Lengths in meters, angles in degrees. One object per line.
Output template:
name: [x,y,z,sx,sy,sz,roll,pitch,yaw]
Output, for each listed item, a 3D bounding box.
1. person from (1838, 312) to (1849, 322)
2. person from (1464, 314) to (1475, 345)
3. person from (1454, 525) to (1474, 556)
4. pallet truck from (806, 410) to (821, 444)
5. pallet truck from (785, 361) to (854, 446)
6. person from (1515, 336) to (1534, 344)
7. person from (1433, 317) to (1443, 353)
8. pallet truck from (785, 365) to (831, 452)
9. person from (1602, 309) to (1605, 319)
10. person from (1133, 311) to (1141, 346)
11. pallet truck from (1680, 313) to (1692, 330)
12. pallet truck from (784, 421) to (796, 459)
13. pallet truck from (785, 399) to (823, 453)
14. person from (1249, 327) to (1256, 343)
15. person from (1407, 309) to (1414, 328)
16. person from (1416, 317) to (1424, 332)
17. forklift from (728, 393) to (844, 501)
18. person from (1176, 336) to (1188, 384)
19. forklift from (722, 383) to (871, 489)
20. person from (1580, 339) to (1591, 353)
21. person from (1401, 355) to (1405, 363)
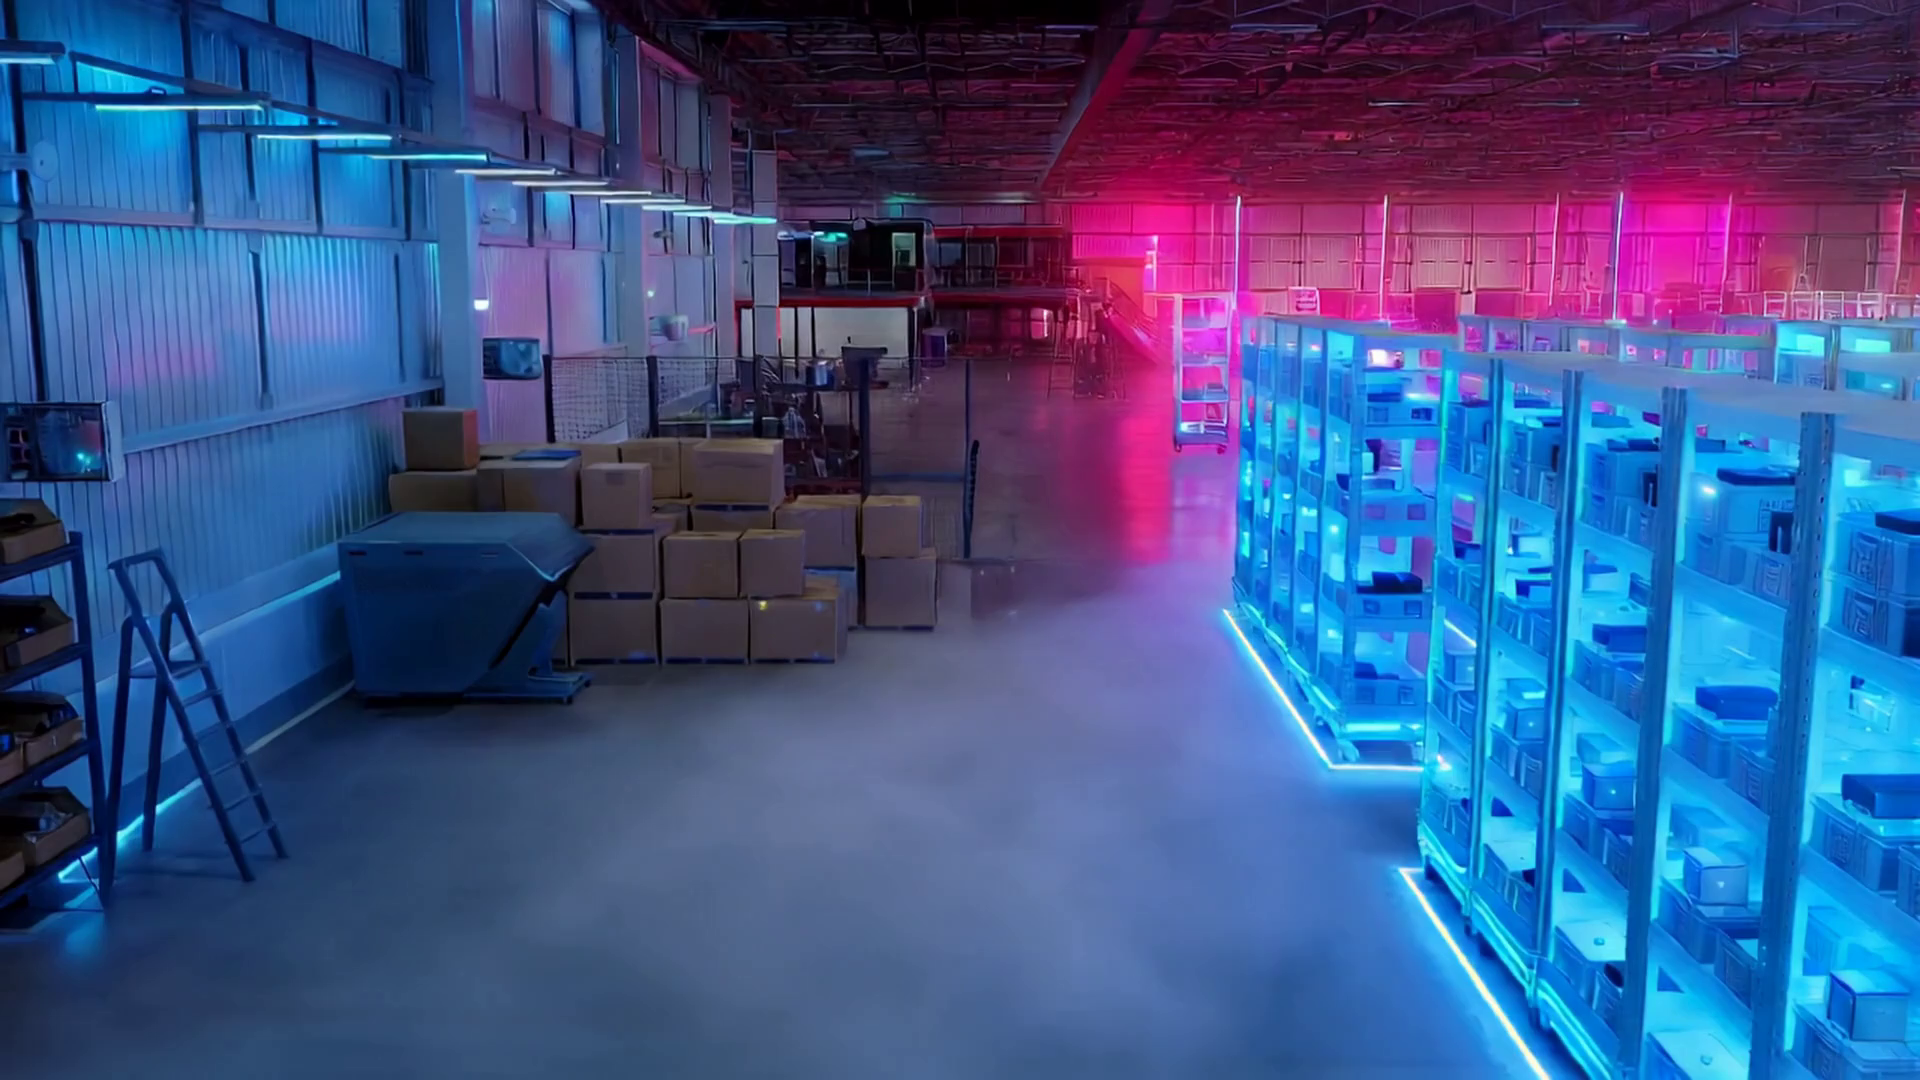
person: [48.240,-11.544,90.870,0.595,1.866,0.612,5,11,29]
person: [27.980,-11.582,91.588,0.913,1.723,0.526,0,9,-2]
person: [6.343,-0.093,20.499,0.911,1.792,0.603,1,9,7]
pallet truck: [-3.559,-2.018,33.905,1.522,1.261,0.704,0,9,-1]
pallet truck: [-3.410,-3.193,38.978,1.885,1.965,0.823,0,9,-1]
person: [21.857,-7.322,64.311,0.758,2.000,0.548,1,9,7]
person: [23.725,-10.191,82.679,0.431,1.833,0.698,-3,10,-16]
pallet truck: [-3.774,-2.976,37.635,1.885,1.965,0.823,1,9,5]
person: [36.392,-12.085,93.835,0.395,1.993,0.614,0,9,1]
person: [9.591,-11.444,90.025,0.615,1.944,0.396,-8,12,-42]
pallet truck: [36.315,-10.531,84.244,0.823,1.965,1.885,-6,11,-33]
pallet truck: [-4.013,-1.793,32.705,1.601,1.201,0.680,0,9,1]
pallet truck: [-3.814,-2.432,36.419,1.630,1.274,0.653,0,9,1]
person: [12.731,-8.609,72.701,0.856,1.899,0.591,-7,11,-36]
person: [25.734,-12.201,94.871,0.556,1.894,0.620,1,9,3]
person: [23.914,-10.764,86.679,0.757,1.674,0.537,-4,10,-23]
forklift: [-2.979,-1.316,26.476,2.680,1.987,1.157,0,9,1]
person: [8.027,-6.547,60.399,0.522,1.761,0.327,2,9,9]
forklift: [-2.893,-1.687,28.729,2.680,1.987,1.157,0,9,-1]
person: [21.494,-6.109,57.238,0.644,1.907,0.568,-3,10,-19]
person: [12.053,-4.170,45.563,0.942,1.826,0.528,-2,9,-13]
